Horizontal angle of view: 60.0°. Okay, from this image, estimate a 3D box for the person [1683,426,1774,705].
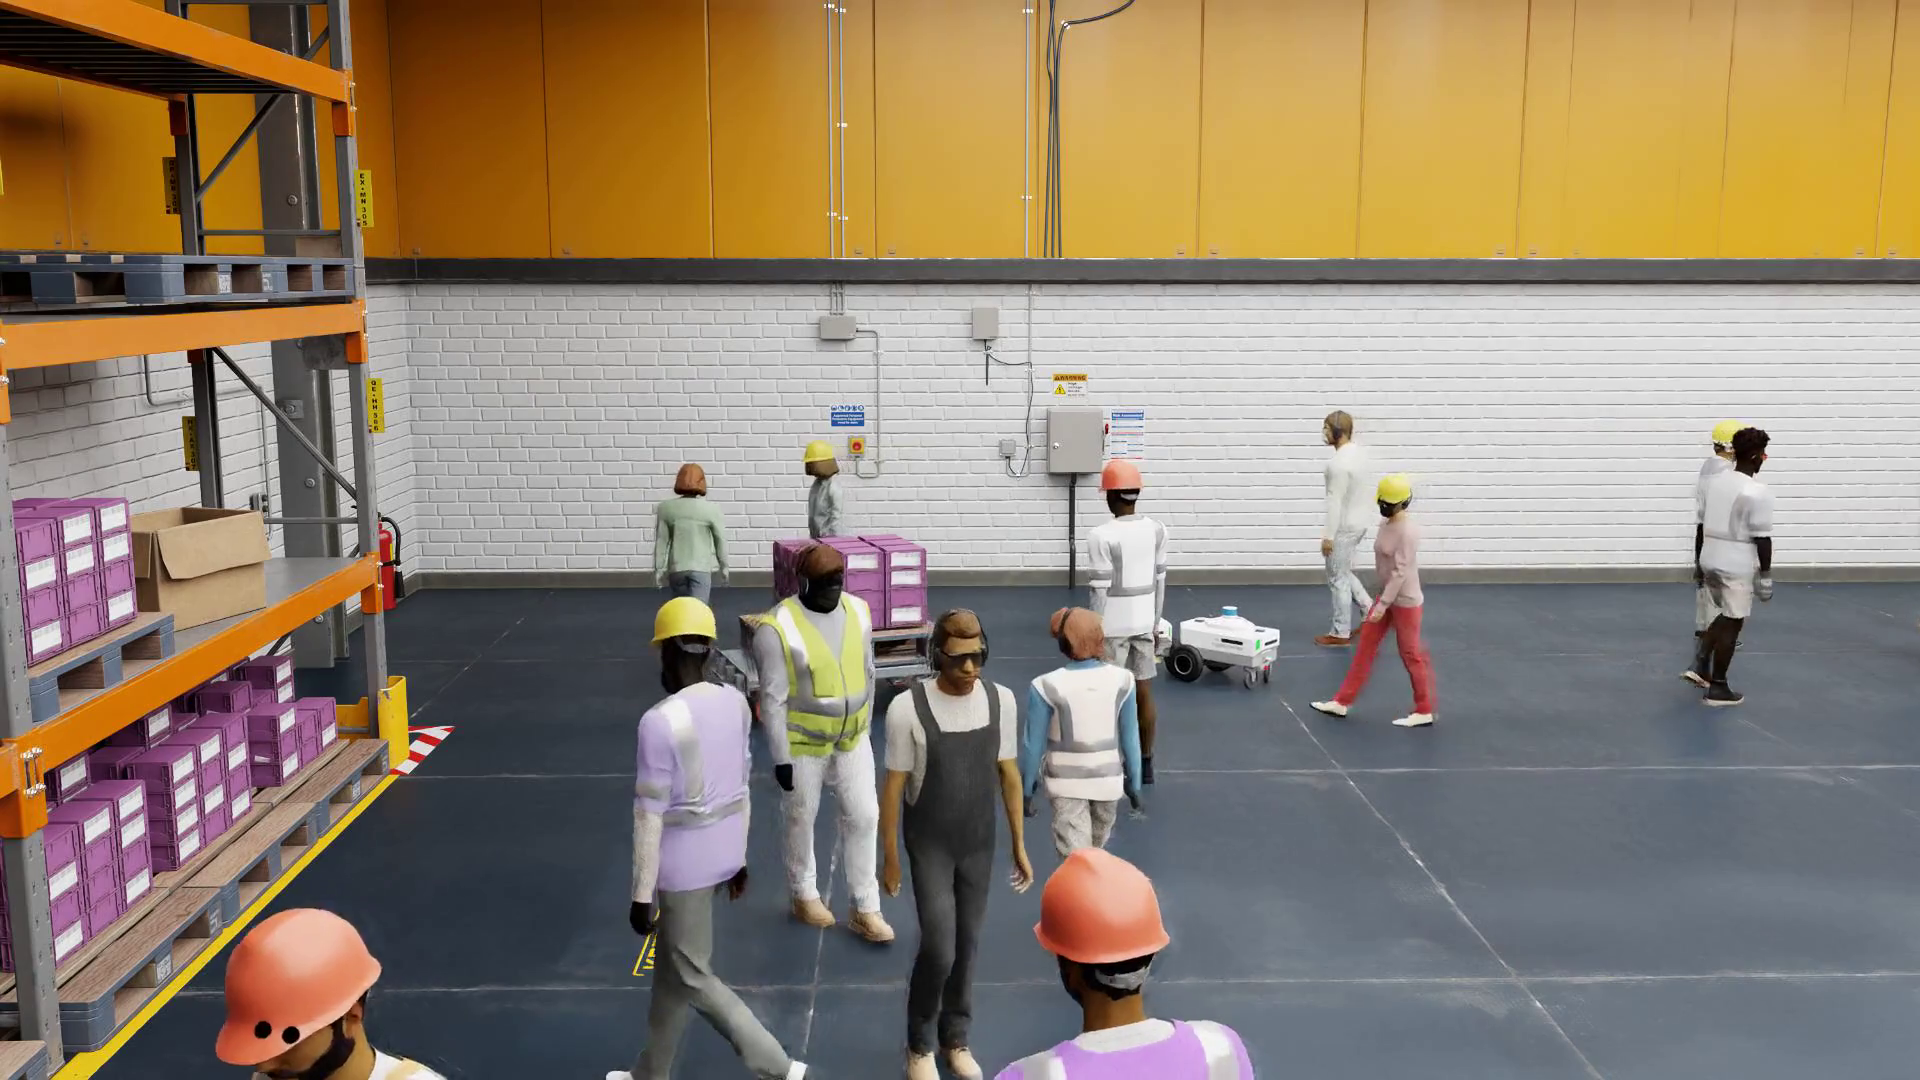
[{"bbox_3d":[5.381,0.185,11.564,0.442,1.949,0.604,-2,10,-13],"label":"person"}]

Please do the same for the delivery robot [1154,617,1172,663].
[{"bbox_3d":[1.354,0.663,12.619,0.477,0.478,0.707,-2,9,-10],"label":"delivery robot"}]

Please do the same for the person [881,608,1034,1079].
[{"bbox_3d":[-0.016,1.138,6.109,0.530,1.827,0.469,-5,11,-29],"label":"person"}]

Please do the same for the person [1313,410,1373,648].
[{"bbox_3d":[3.094,-0.079,13.288,0.472,1.920,0.668,4,10,25],"label":"person"}]

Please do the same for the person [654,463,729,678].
[{"bbox_3d":[-1.967,0.225,12.356,0.508,1.608,0.738,2,9,10],"label":"person"}]

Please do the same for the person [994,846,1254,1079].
[{"bbox_3d":[0.291,1.545,3.318,0.565,1.918,0.402,-3,10,-19],"label":"person"}]

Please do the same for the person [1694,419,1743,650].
[{"bbox_3d":[6.126,-0.050,13.353,0.404,1.837,0.590,1,9,9],"label":"person"}]

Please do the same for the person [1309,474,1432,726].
[{"bbox_3d":[2.765,0.414,10.914,0.842,1.710,0.540,-2,9,-10],"label":"person"}]

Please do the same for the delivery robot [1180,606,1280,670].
[{"bbox_3d":[1.977,0.731,12.202,0.707,0.478,0.477,8,12,40],"label":"delivery robot"}]

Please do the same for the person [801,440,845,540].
[{"bbox_3d":[-1.067,0.086,12.847,0.373,1.722,0.506,-5,10,-26],"label":"person"}]

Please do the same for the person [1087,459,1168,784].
[{"bbox_3d":[0.938,0.496,9.724,0.554,1.935,0.384,-6,11,-32],"label":"person"}]

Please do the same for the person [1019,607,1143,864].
[{"bbox_3d":[0.509,1.076,7.203,0.534,1.578,0.867,-4,10,-21],"label":"person"}]

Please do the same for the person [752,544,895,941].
[{"bbox_3d":[-0.575,0.921,7.467,0.646,1.810,0.776,-7,11,-35],"label":"person"}]

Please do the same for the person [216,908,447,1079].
[{"bbox_3d":[-1.118,1.587,3.129,0.556,1.906,0.468,6,11,34],"label":"person"}]

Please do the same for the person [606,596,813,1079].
[{"bbox_3d":[-0.895,1.147,5.918,0.842,1.873,0.621,4,10,22],"label":"person"}]
